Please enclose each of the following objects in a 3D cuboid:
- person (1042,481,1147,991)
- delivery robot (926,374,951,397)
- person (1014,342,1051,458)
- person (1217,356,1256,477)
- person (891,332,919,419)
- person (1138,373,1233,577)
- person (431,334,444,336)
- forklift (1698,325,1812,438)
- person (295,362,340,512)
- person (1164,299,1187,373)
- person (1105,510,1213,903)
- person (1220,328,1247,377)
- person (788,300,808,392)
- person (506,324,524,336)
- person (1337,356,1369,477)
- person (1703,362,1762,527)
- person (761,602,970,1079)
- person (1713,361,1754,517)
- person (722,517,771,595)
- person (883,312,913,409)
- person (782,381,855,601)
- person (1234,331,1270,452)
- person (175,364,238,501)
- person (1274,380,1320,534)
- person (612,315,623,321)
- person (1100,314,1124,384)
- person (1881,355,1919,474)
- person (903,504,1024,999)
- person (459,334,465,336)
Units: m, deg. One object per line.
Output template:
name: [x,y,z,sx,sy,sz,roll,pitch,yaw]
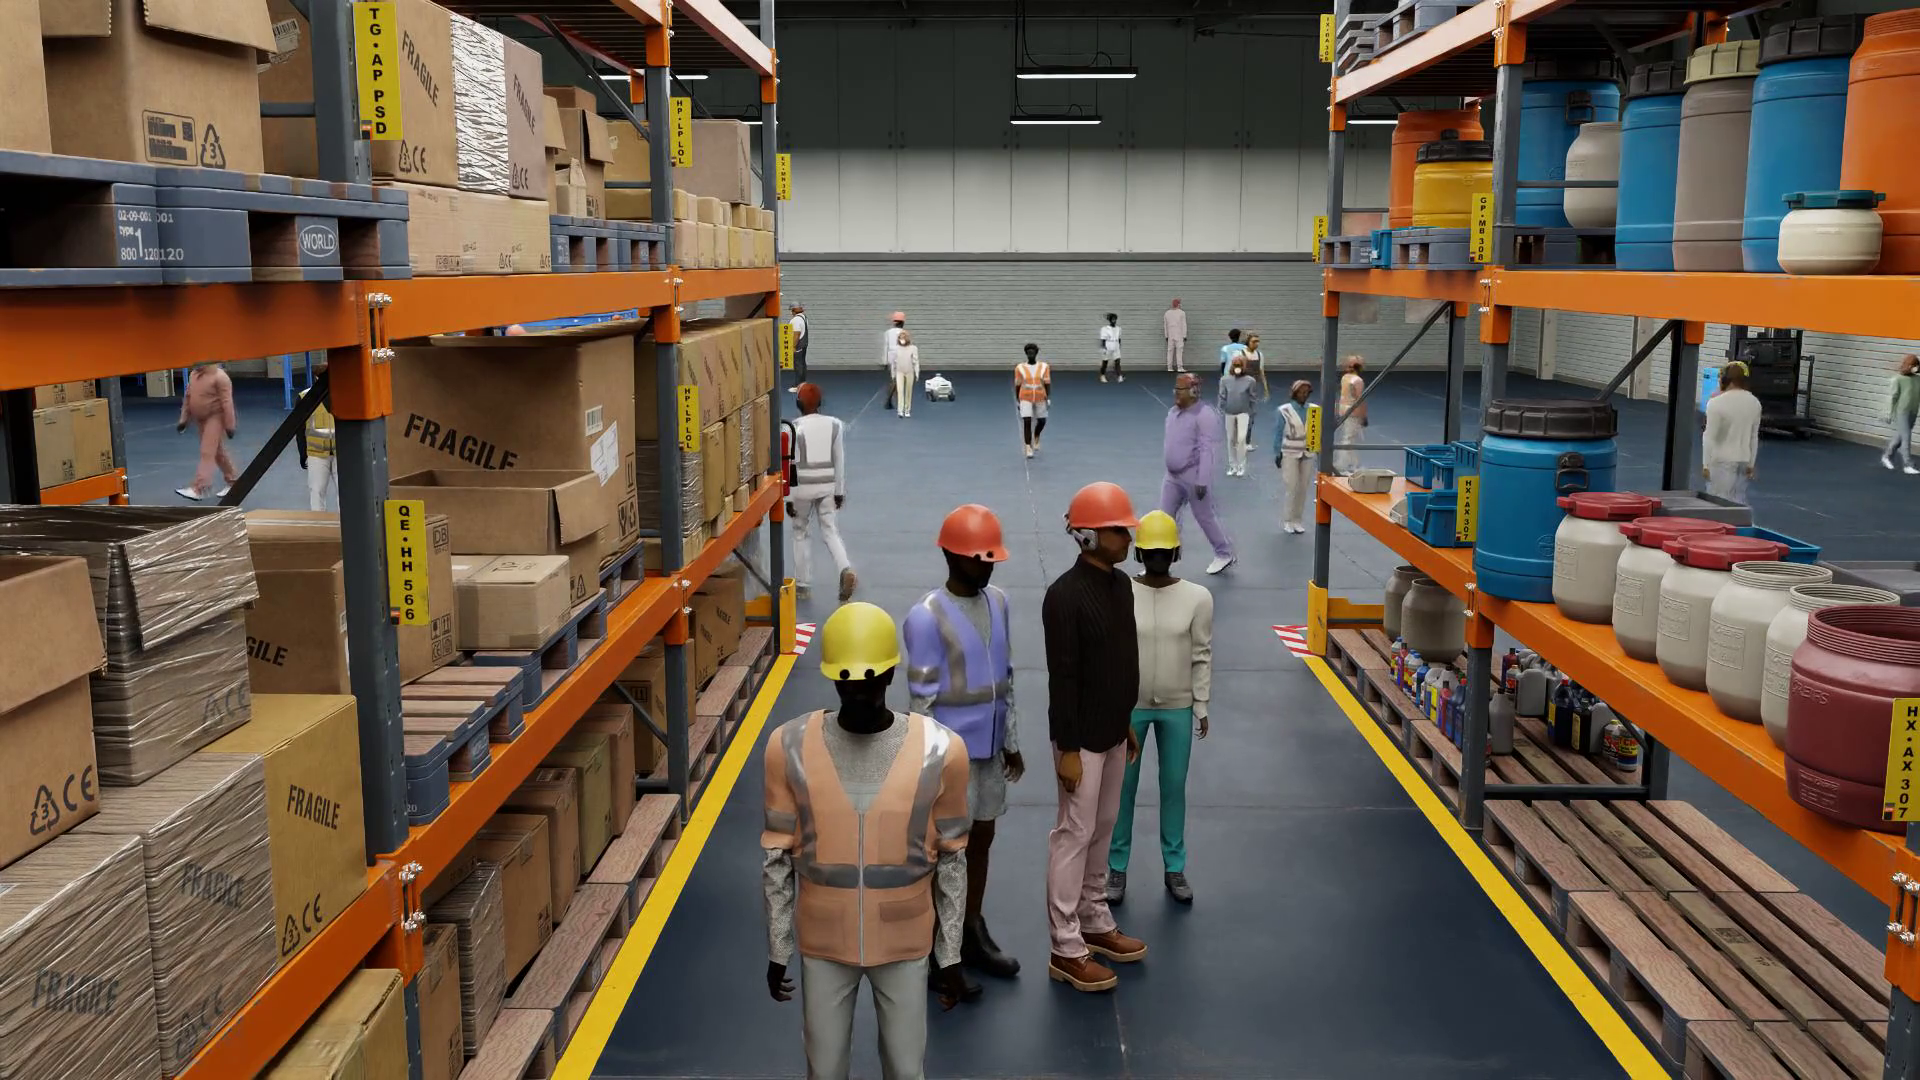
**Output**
person: [0.540,0.759,6.632,0.375,1.997,0.612,5,11,29]
delivery robot: [-0.449,-3.205,34.532,0.477,0.478,0.707,-4,10,-22]
person: [1.058,-2.074,24.517,0.545,1.682,0.564,-1,10,-6]
person: [3.678,-1.643,22.173,0.497,1.615,0.645,4,10,23]
person: [-1.009,-3.026,30.536,0.516,1.577,0.864,0,9,0]
person: [2.109,-0.595,15.146,0.969,1.867,0.656,-6,11,-31]
person: [-8.386,-2.498,26.833,0.533,1.767,0.325,1,10,7]
forklift: [13.248,-3.165,27.620,1.129,2.768,1.873,0,9,1]
person: [-6.418,-0.885,16.944,0.627,1.844,0.429,-4,10,-25]
person: [5.637,-5.321,43.320,0.638,1.910,0.407,7,12,36]
person: [0.864,0.742,7.427,0.525,1.769,0.309,0,9,-2]
person: [4.977,-3.008,30.186,0.534,1.665,0.831,5,11,26]
person: [-3.640,-4.278,36.799,0.535,2.000,0.673,2,10,11]
person: [-5.968,-1.899,22.464,0.618,2.026,0.424,-6,11,-33]
person: [5.324,-1.646,22.178,0.664,1.611,0.538,-2,10,-10]
person: [7.416,-0.739,15.892,0.628,1.915,0.812,-4,10,-25]
person: [-0.265,1.118,4.691,0.588,1.927,0.370,0,9,0]
person: [8.675,-1.120,18.639,0.525,1.745,0.671,-1,10,-7]
person: [-1.842,-0.319,13.451,1.029,1.886,0.635,-5,11,-27]
person: [-1.234,-3.527,32.632,0.561,1.895,0.978,7,12,36]
person: [-1.193,-0.399,13.986,0.583,1.864,0.801,-6,11,-30]
person: [4.406,-2.229,25.062,0.537,1.817,0.708,-6,11,-34]
person: [-9.115,-1.397,20.024,0.628,1.844,0.988,6,11,33]
person: [3.590,-0.868,17.491,0.517,1.619,0.502,-2,10,-13]
person: [-6.280,-3.198,30.677,0.574,1.883,0.355,-9,13,-42]
person: [3.584,-4.523,39.307,0.545,1.648,0.894,-4,10,-22]
person: [12.932,-1.737,22.771,0.501,1.599,0.804,-2,10,-13]
person: [0.037,0.811,6.540,0.372,1.929,0.548,8,12,40]
person: [-8.810,-3.081,30.082,0.569,1.844,0.378,0,9,0]
